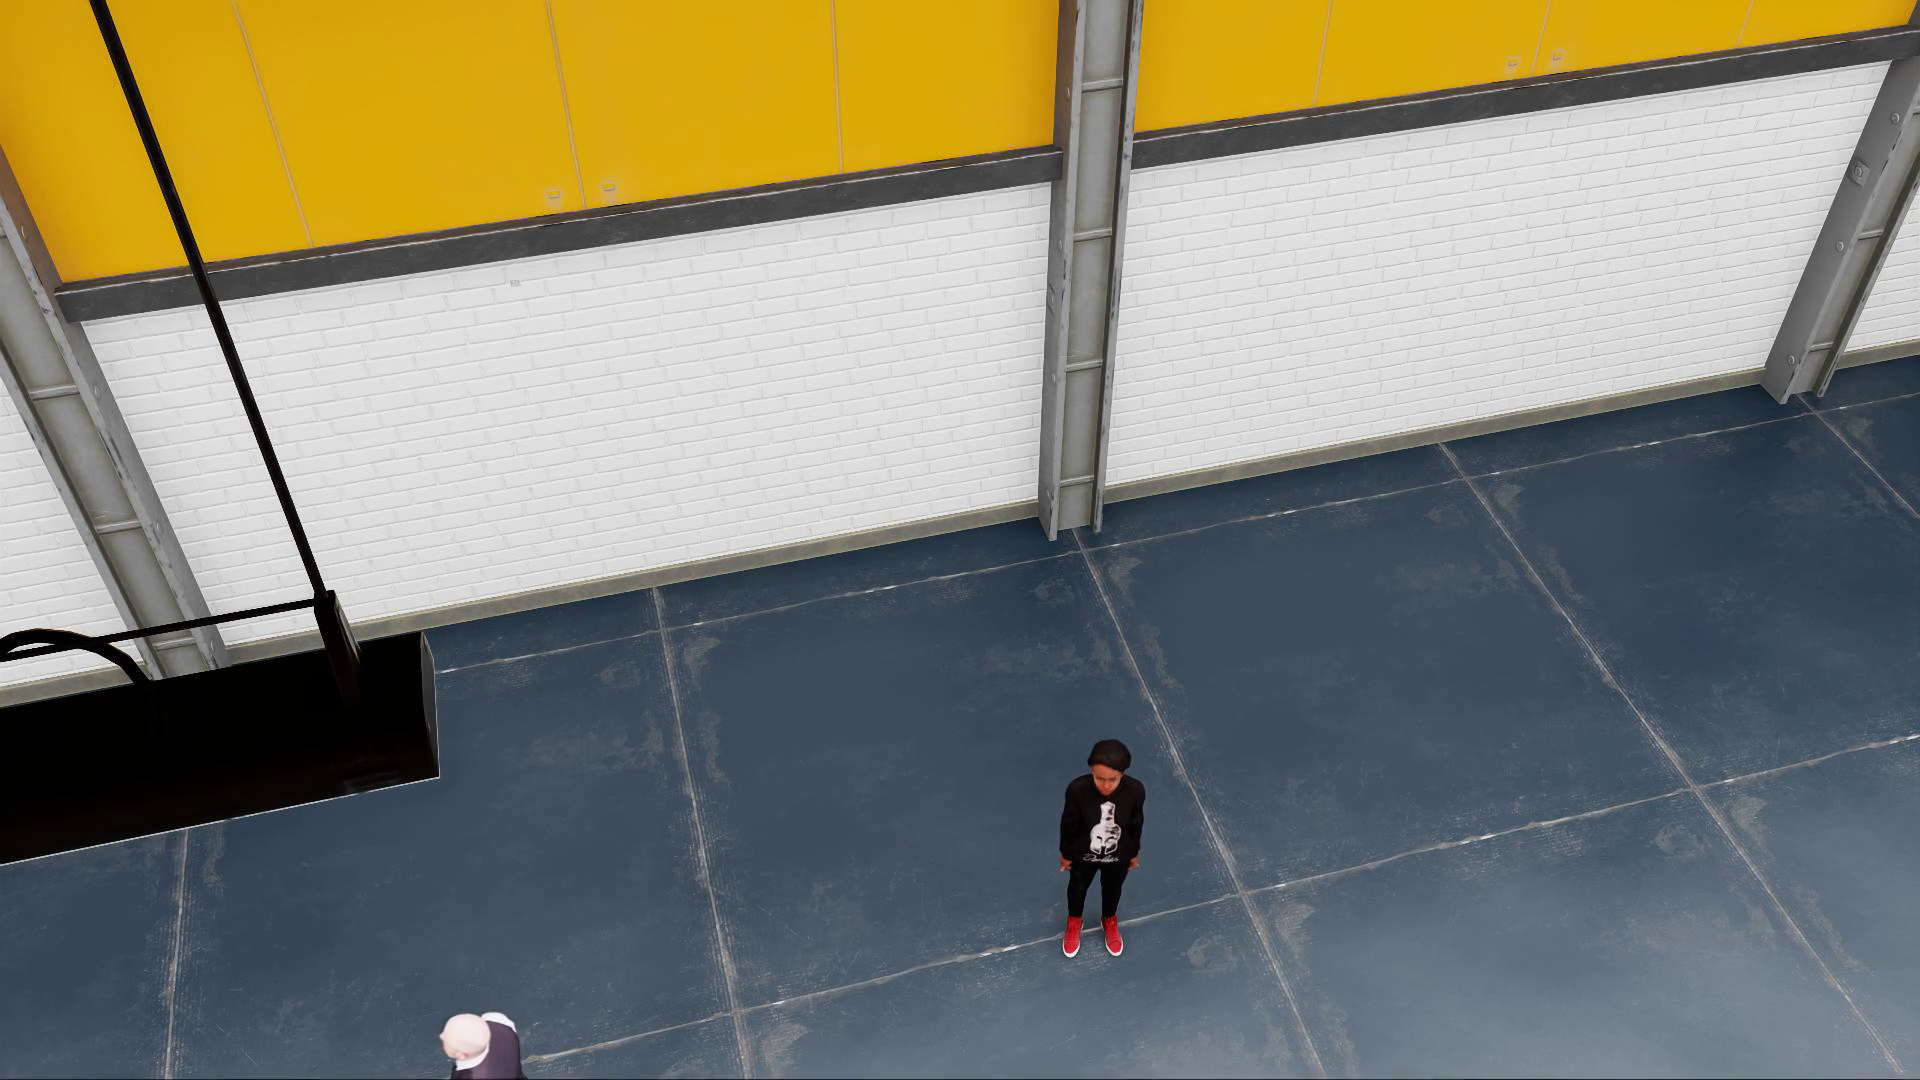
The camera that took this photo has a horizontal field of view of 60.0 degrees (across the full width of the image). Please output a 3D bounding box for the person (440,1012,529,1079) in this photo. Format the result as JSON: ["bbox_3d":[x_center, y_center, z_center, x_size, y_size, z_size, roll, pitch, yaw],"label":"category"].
[{"bbox_3d":[-2.125,2.715,7.747,0.682,1.823,0.745,0,44,-1],"label":"person"}]

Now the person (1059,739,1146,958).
[{"bbox_3d":[0.757,1.654,8.968,0.555,1.675,0.710,-1,44,-1],"label":"person"}]
